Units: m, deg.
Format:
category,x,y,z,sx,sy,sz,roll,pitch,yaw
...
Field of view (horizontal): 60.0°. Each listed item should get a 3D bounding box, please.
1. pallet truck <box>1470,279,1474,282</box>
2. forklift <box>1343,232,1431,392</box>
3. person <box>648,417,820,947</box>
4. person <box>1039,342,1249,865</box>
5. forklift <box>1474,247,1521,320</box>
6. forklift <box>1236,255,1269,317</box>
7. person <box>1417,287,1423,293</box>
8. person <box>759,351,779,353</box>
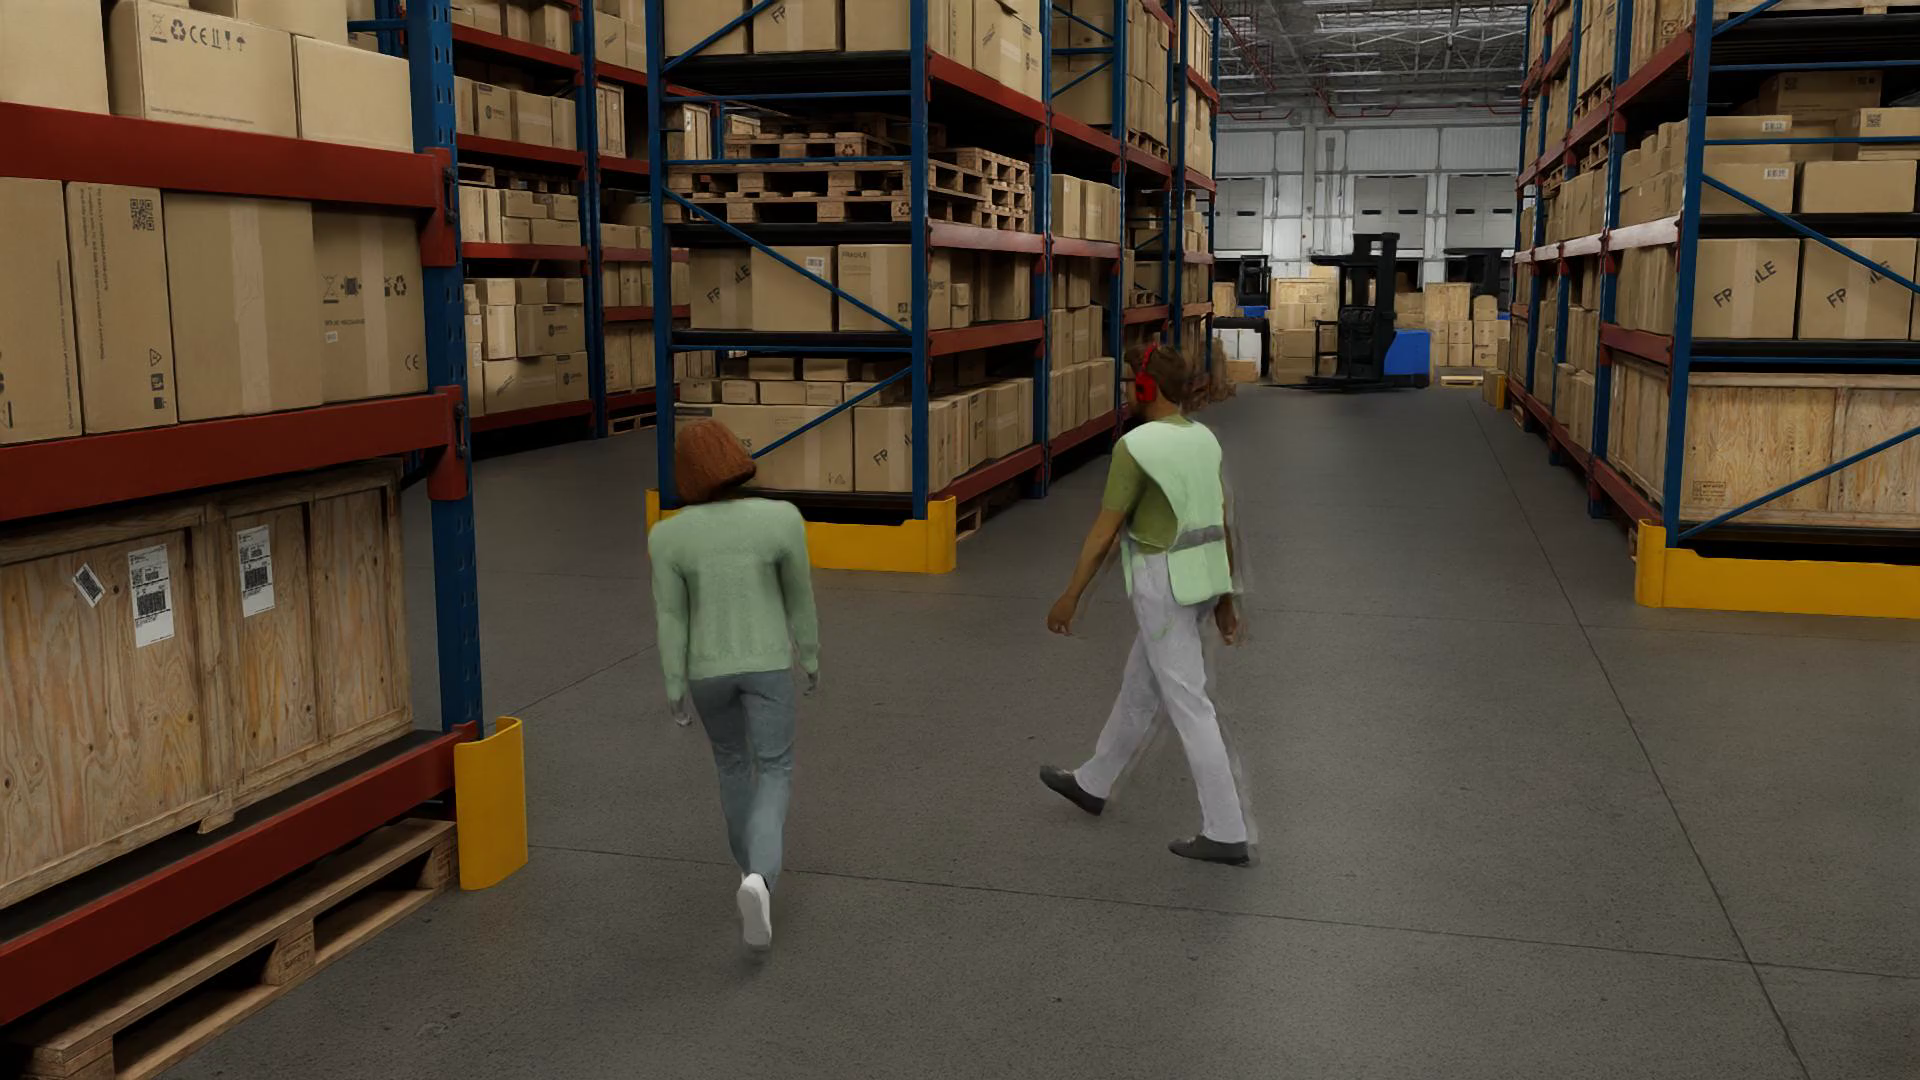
category,x,y,z,sx,sy,sz,roll,pitch,yaw
pallet truck,18.896,-8.459,60.307,1.885,1.965,0.823,5,10,31
forklift,7.422,-4.097,29.799,1.873,2.768,1.129,-4,10,-23
person,-0.699,0.418,5.150,0.516,1.597,0.730,0,9,-2
person,0.658,0.206,5.910,0.979,1.793,0.582,6,11,33
forklift,13.968,-6.343,44.069,1.873,2.768,1.129,-2,9,-10
forklift,10.034,-8.359,56.878,1.129,2.768,1.873,2,9,15
person,16.744,-8.362,60.636,0.316,1.700,0.541,0,9,-1
person,-1.950,-1.778,18.437,0.630,1.821,0.652,1,9,8
